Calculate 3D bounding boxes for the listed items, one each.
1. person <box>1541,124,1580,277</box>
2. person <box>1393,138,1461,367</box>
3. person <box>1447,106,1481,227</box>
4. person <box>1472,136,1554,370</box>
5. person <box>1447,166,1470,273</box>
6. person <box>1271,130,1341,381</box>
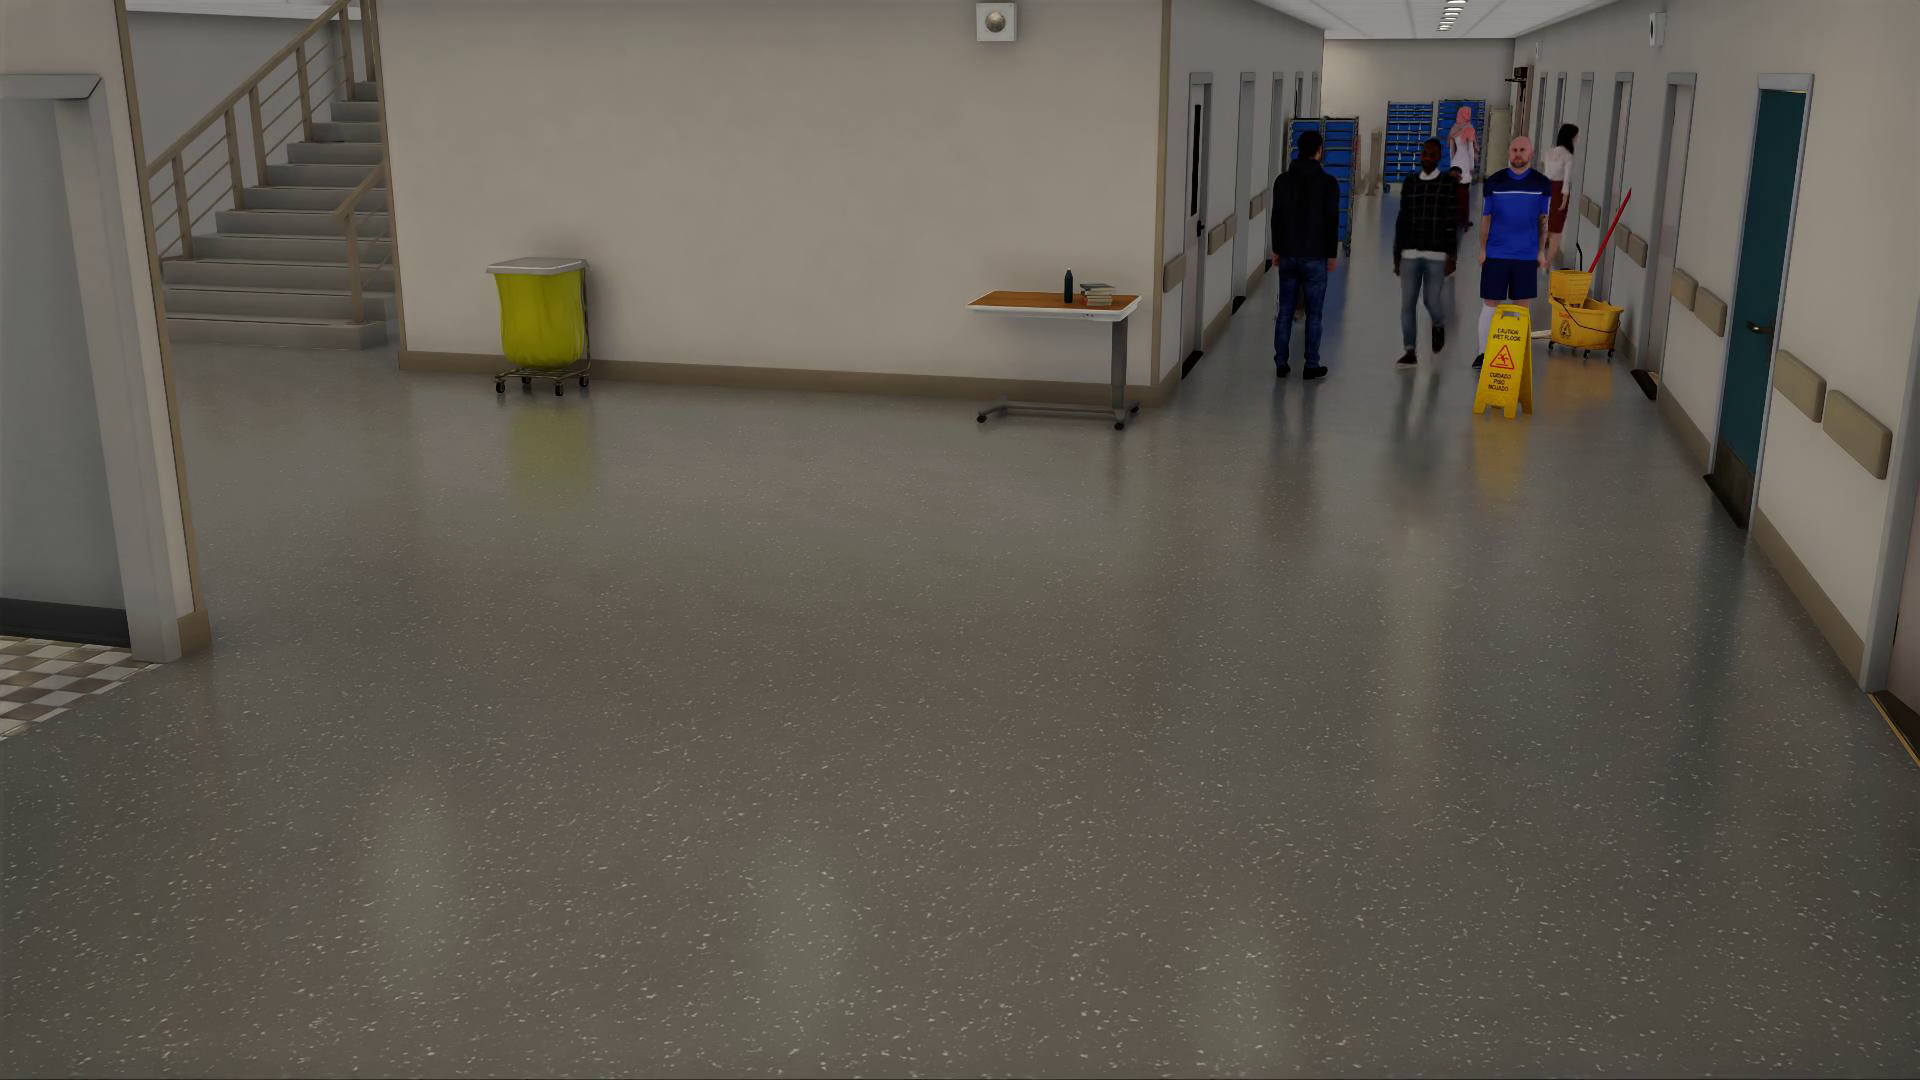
[{"bbox_3d":[6.747,-3.859,19.042,0.960,1.725,0.920,-8,18,-26],"label":"person"},{"bbox_3d":[3.777,-2.300,13.368,0.850,1.803,0.994,11,19,34],"label":"person"},{"bbox_3d":[7.750,-5.772,25.679,0.798,1.804,0.736,-9,18,-28],"label":"person"},{"bbox_3d":[4.371,-2.264,13.168,0.664,1.841,0.544,5,16,16],"label":"person"},{"bbox_3d":[5.781,-3.748,19.534,0.515,1.243,0.838,4,16,13],"label":"person"},{"bbox_3d":[2.649,-2.202,12.851,0.727,1.894,0.650,8,18,27],"label":"person"}]
